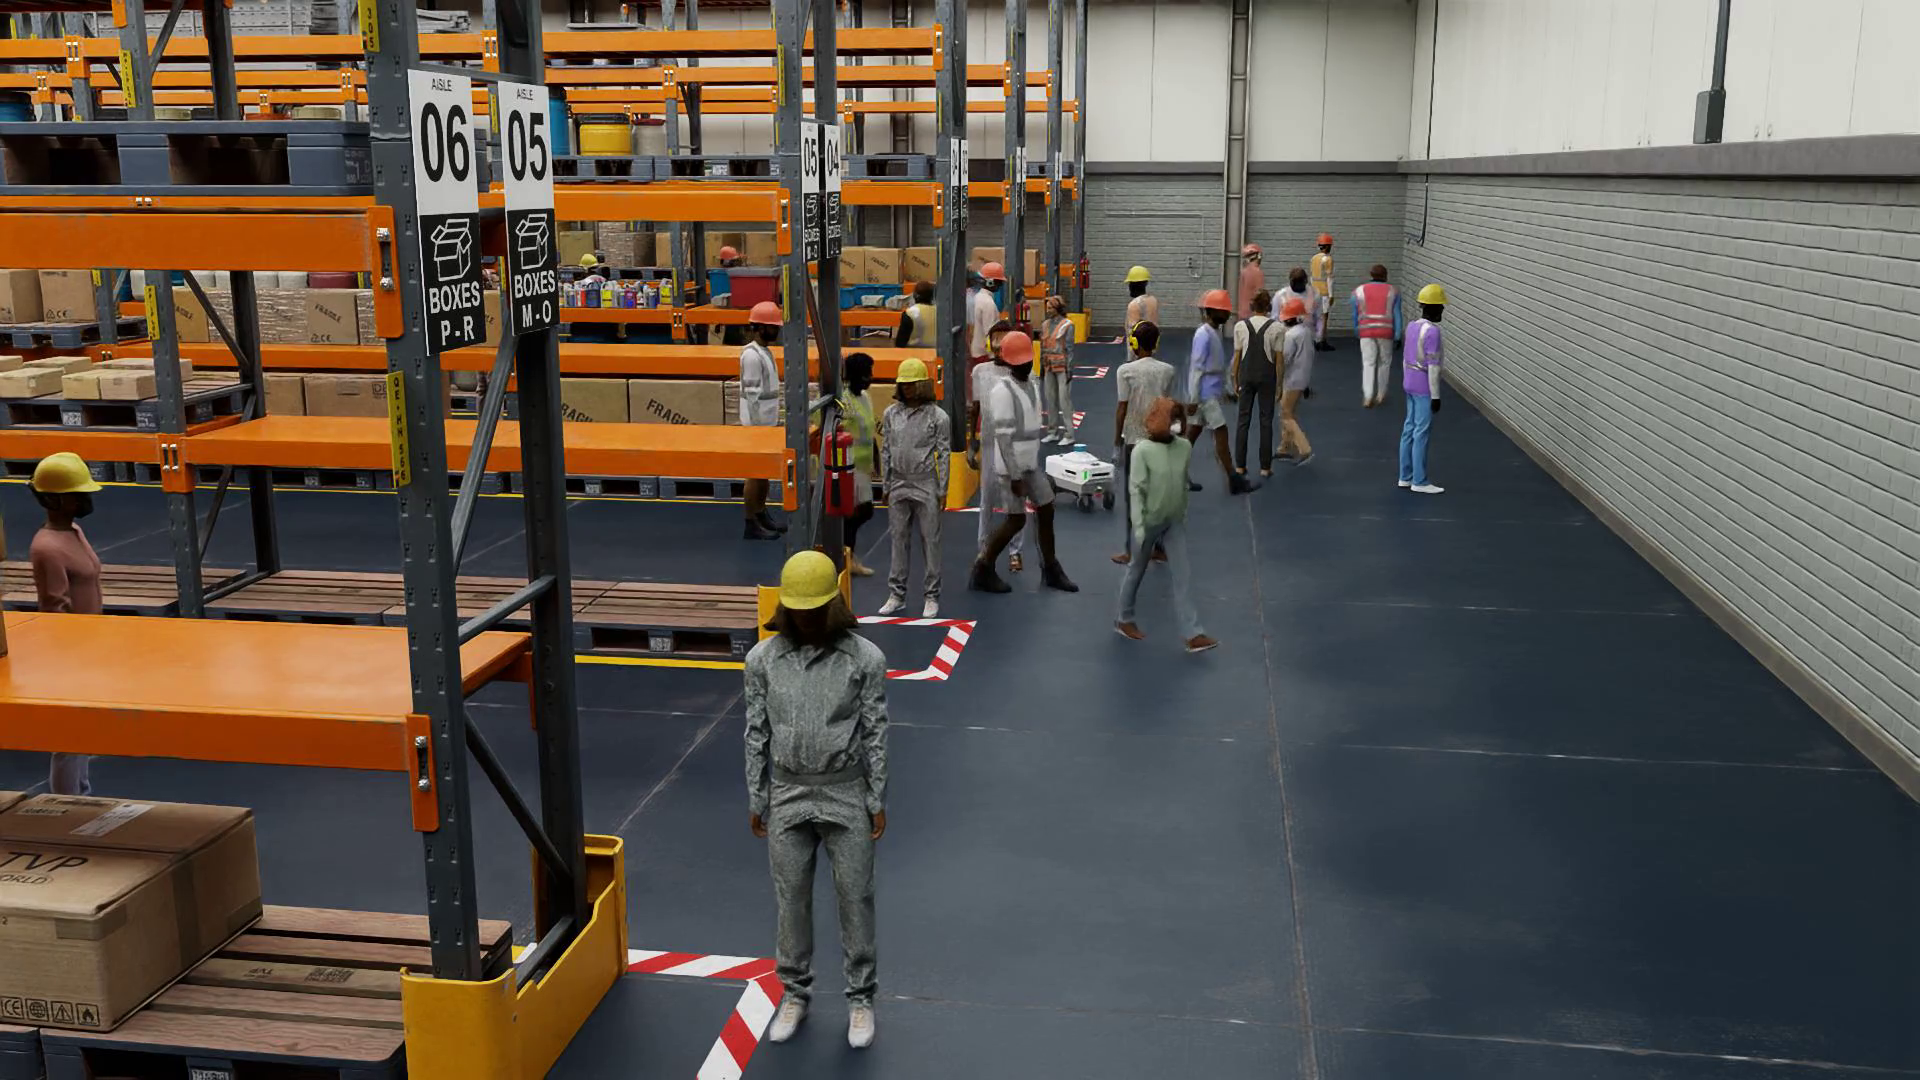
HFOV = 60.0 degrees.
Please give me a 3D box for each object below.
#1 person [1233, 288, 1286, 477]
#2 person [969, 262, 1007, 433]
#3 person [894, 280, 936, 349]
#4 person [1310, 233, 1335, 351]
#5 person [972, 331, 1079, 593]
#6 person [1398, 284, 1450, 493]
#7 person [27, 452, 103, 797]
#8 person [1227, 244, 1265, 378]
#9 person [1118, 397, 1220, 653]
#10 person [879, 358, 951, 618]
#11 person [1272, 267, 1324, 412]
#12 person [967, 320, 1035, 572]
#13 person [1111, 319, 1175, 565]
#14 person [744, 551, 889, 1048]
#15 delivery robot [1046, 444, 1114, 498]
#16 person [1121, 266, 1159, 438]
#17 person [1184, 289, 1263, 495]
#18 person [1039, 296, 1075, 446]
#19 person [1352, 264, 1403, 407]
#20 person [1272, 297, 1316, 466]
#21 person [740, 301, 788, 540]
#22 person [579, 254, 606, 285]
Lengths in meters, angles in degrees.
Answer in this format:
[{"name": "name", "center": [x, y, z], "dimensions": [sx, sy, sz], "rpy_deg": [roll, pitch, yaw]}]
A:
[{"name": "person", "center": [2.908, -1.527, 16.233], "dimensions": [0.503, 1.839, 0.342], "rpy_deg": [5, 13, 21]}, {"name": "person", "center": [0.309, -2.062, 18.321], "dimensions": [0.410, 1.981, 0.629], "rpy_deg": [-2, 13, -11]}, {"name": "person", "center": [-0.405, -1.888, 18.019], "dimensions": [0.636, 1.827, 0.804], "rpy_deg": [-12, 17, -43]}, {"name": "person", "center": [6.049, -4.124, 27.717], "dimensions": [0.350, 1.942, 0.545], "rpy_deg": [-6, 14, -25]}, {"name": "person", "center": [0.424, -0.535, 11.683], "dimensions": [0.678, 1.885, 0.593], "rpy_deg": [7, 15, 30]}, {"name": "person", "center": [4.316, -1.404, 15.466], "dimensions": [0.375, 1.929, 0.585], "rpy_deg": [-2, 13, -9]}, {"name": "person", "center": [-3.856, 0.490, 7.288], "dimensions": [0.326, 1.767, 0.533], "rpy_deg": [-4, 13, -17]}, {"name": "person", "center": [4.179, -3.236, 23.720], "dimensions": [0.591, 1.947, 0.668], "rpy_deg": [-2, 13, -9]}, {"name": "person", "center": [1.269, -0.096, 10.316], "dimensions": [0.522, 1.583, 0.871], "rpy_deg": [-8, 15, -32]}, {"name": "person", "center": [-0.308, -0.343, 11.095], "dimensions": [0.483, 1.745, 0.306], "rpy_deg": [5, 13, 20]}, {"name": "person", "center": [4.176, -2.522, 20.801], "dimensions": [0.636, 1.810, 0.690], "rpy_deg": [-1, 13, -5]}, {"name": "person", "center": [0.304, -0.694, 12.381], "dimensions": [0.530, 1.876, 0.323], "rpy_deg": [3, 13, 13]}, {"name": "person", "center": [1.390, -0.729, 12.593], "dimensions": [0.499, 1.859, 0.336], "rpy_deg": [-7, 14, -27]}, {"name": "person", "center": [-0.485, 0.877, 5.620], "dimensions": [0.489, 1.732, 0.325], "rpy_deg": [1, 13, 4]}, {"name": "delivery robot", "center": [1.062, -0.607, 14.779], "dimensions": [0.477, 0.478, 0.707], "rpy_deg": [-7, 14, -28]}, {"name": "person", "center": [1.992, -2.084, 18.545], "dimensions": [0.387, 1.922, 0.593], "rpy_deg": [7, 14, 29]}, {"name": "person", "center": [2.391, -1.354, 15.328], "dimensions": [0.958, 1.890, 0.557], "rpy_deg": [3, 13, 14]}, {"name": "person", "center": [1.065, -1.849, 18.160], "dimensions": [0.313, 1.630, 0.524], "rpy_deg": [-10, 16, -38]}, {"name": "person", "center": [5.295, -2.597, 21.169], "dimensions": [0.644, 1.797, 0.830], "rpy_deg": [3, 13, 14]}, {"name": "person", "center": [3.387, -1.610, 16.875], "dimensions": [0.568, 1.712, 0.561], "rpy_deg": [6, 14, 25]}, {"name": "person", "center": [-1.584, -0.968, 13.508], "dimensions": [0.385, 1.929, 0.547], "rpy_deg": [2, 13, 8]}, {"name": "person", "center": [-5.107, -3.040, 23.070], "dimensions": [0.404, 1.833, 0.587], "rpy_deg": [4, 13, 19]}]
